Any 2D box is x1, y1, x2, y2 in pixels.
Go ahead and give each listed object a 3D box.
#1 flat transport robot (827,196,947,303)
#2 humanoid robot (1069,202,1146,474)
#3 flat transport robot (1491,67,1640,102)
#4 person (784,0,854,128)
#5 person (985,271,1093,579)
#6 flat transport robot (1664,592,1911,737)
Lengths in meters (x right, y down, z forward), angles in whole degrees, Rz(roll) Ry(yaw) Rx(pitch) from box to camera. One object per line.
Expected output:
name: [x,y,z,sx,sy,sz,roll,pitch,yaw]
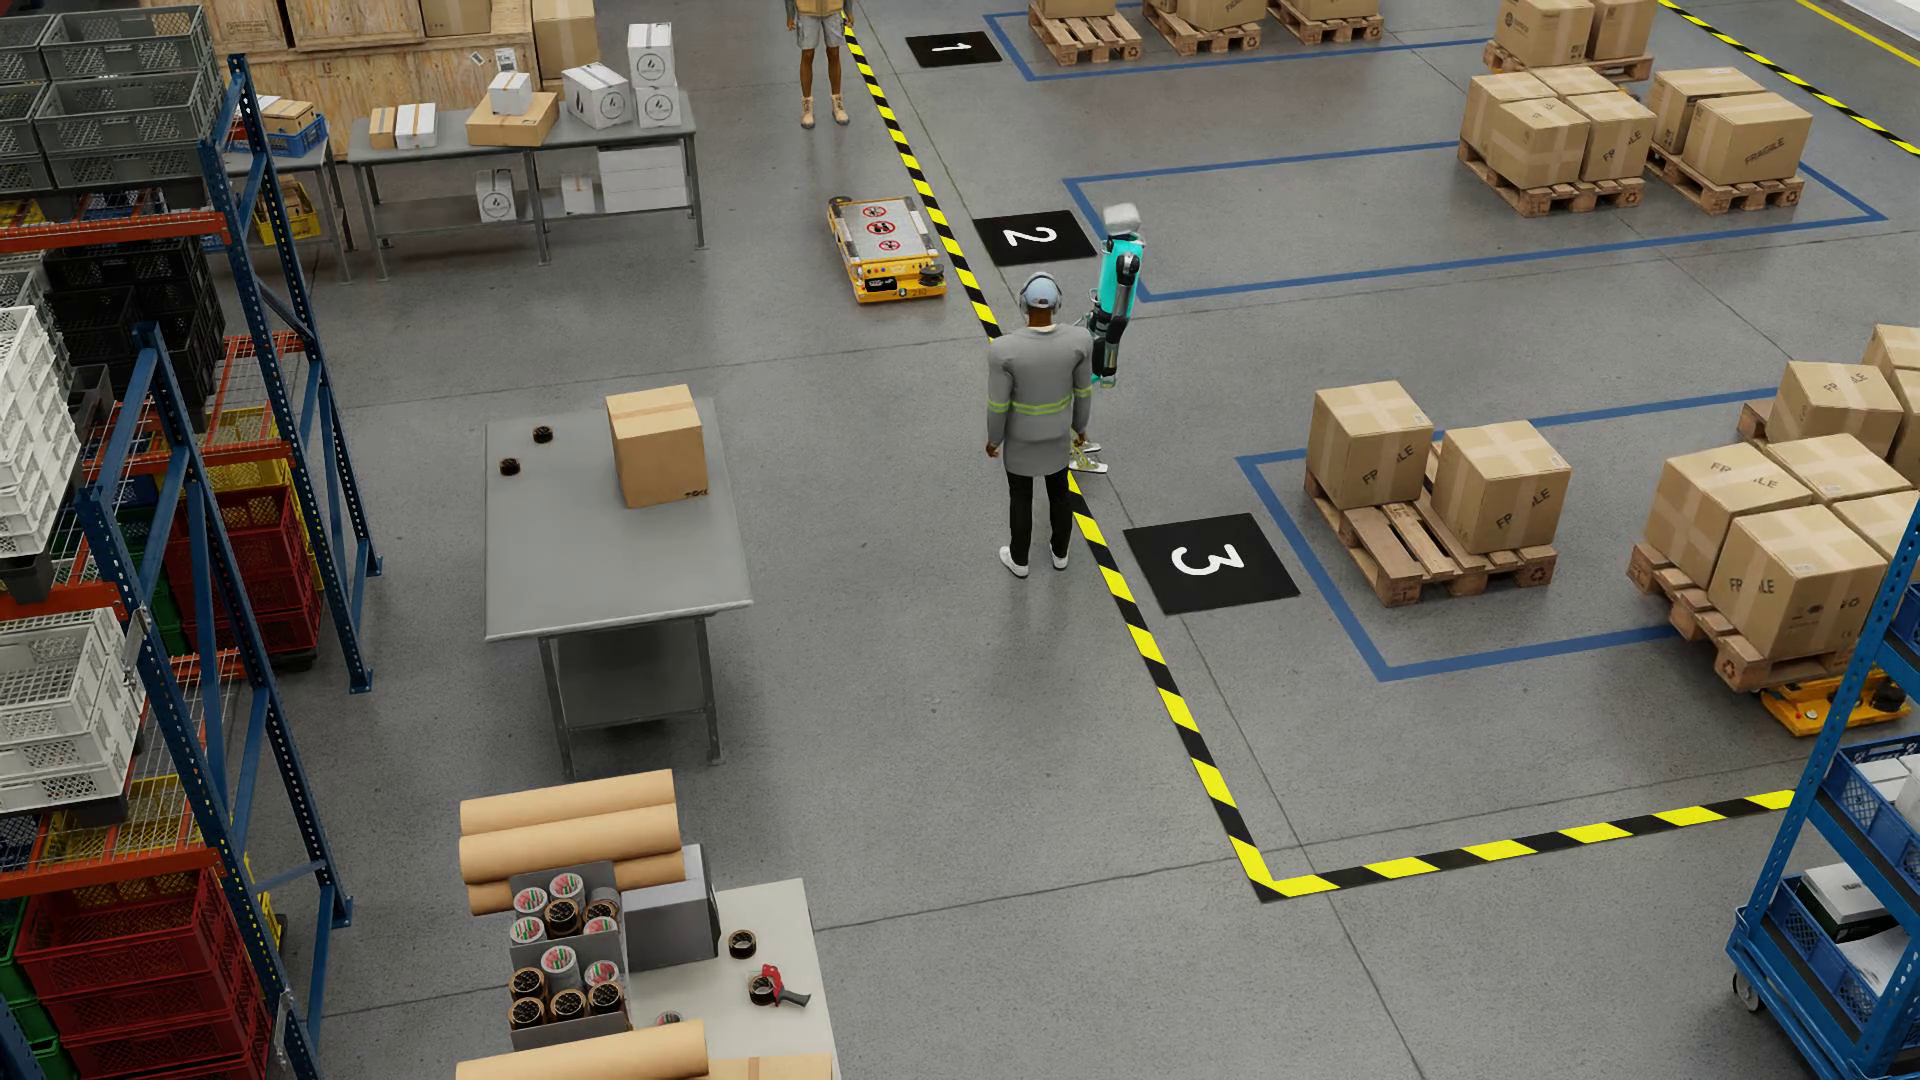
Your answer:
flat transport robot: [-0.570,-2.220,12.538,0.659,0.231,1.431,-8,37,-10]
humanoid robot: [0.682,-1.174,9.785,0.735,1.681,0.533,-1,37,-1]
flat transport robot: [5.489,-4.138,15.092,0.652,0.197,1.431,-9,38,-12]
person: [-1.192,-4.532,14.161,0.607,2.042,0.377,-8,37,-11]
person: [0.415,-0.624,9.066,0.594,1.850,0.398,-9,38,-12]
flat transport robot: [4.343,0.463,8.908,0.652,0.197,1.431,-8,37,-11]
